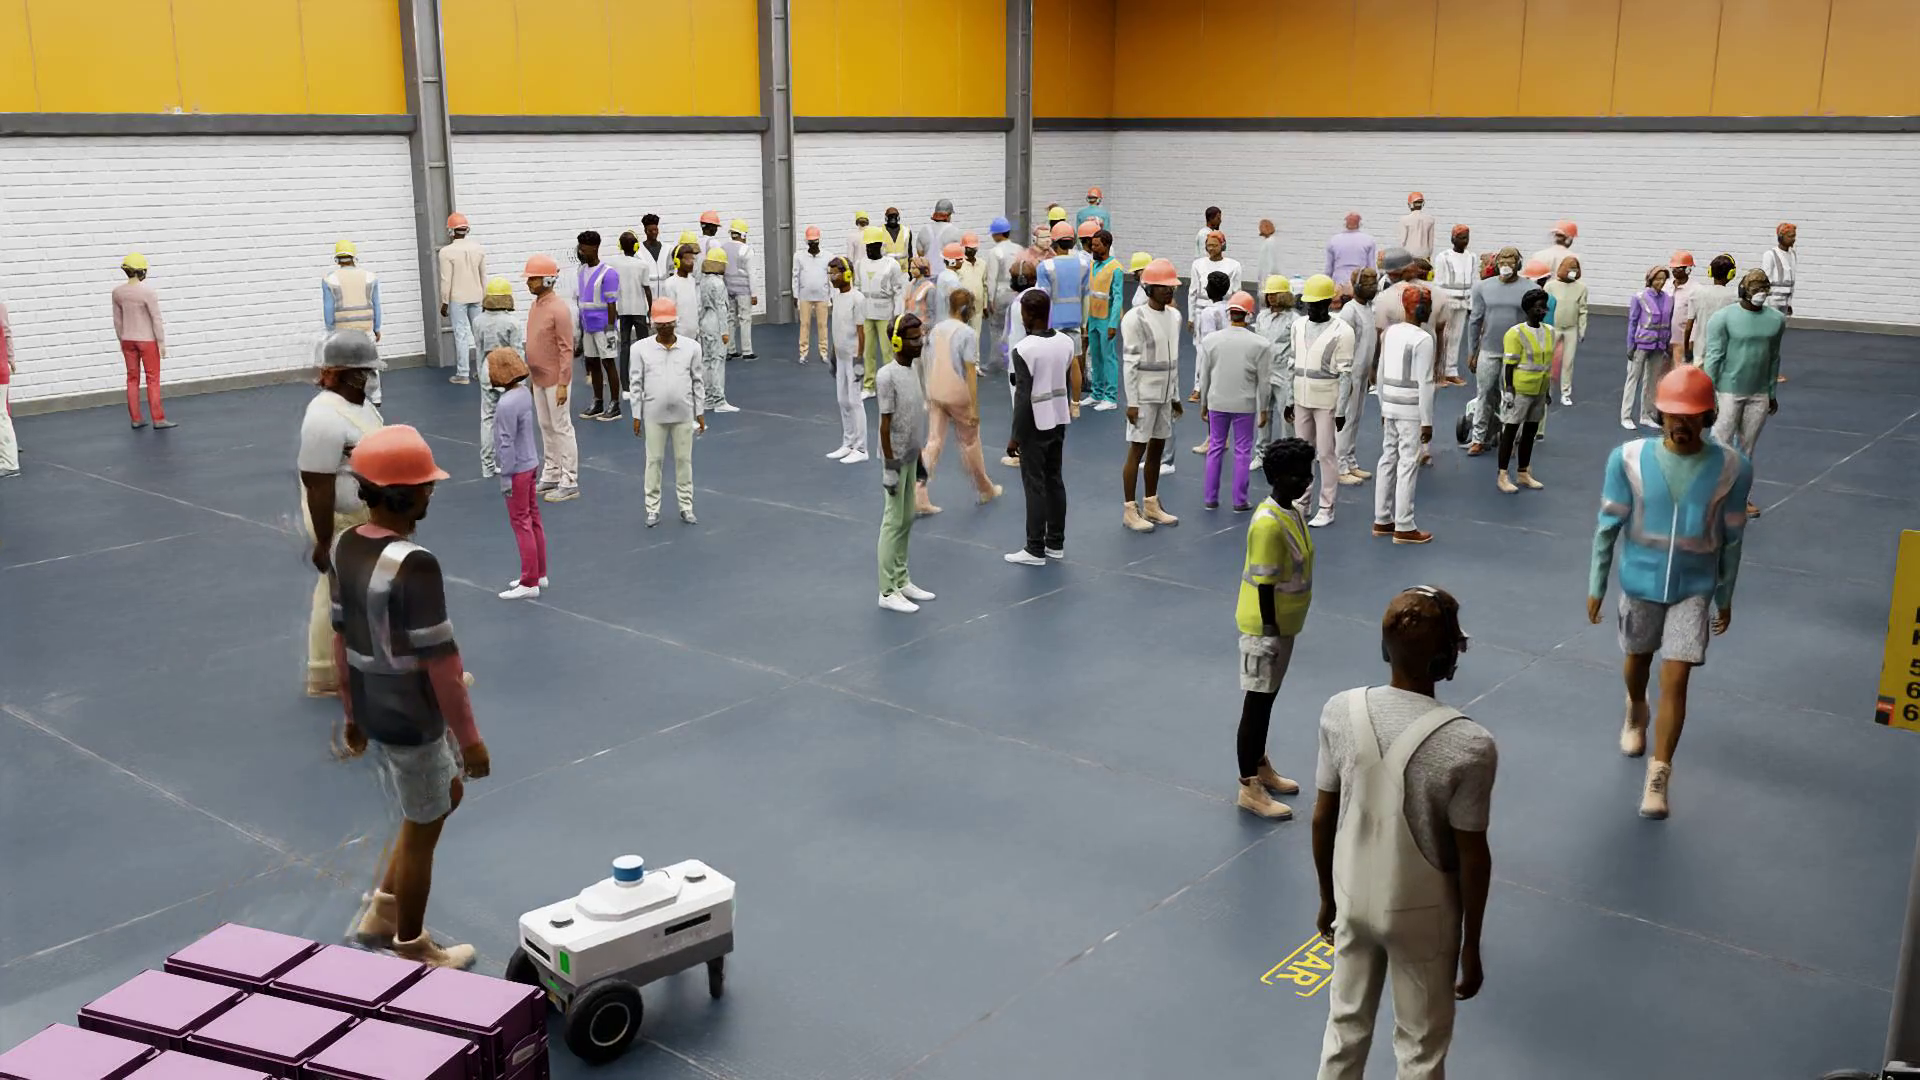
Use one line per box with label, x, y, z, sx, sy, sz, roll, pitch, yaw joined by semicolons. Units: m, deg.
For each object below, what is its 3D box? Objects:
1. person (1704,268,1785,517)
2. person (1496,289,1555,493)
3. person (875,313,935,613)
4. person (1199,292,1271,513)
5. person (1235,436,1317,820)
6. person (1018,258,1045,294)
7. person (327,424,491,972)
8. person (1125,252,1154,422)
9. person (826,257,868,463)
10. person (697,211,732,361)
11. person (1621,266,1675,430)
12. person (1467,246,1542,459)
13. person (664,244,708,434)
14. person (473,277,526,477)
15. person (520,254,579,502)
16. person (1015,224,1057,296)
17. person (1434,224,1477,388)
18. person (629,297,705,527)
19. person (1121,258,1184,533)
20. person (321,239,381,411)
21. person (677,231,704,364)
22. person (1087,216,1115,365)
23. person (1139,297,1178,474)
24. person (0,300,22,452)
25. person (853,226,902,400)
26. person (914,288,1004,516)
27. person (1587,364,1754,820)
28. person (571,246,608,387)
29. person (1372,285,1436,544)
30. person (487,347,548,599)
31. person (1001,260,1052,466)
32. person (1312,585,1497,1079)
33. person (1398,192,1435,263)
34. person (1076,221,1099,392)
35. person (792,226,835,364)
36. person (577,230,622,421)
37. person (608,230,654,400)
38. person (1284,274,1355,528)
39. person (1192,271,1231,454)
person;6.061;-1.132;12.904;0.636;1.939;0.362;-3;14;-10
person;4.717;-1.238;13.818;0.541;1.695;0.316;-8;16;-28
person;-0.348;-0.491;10.481;0.326;1.874;0.518;5;15;20
person;2.171;-1.082;13.113;0.577;1.737;0.355;6;15;23
person;1.393;0.374;7.374;0.322;1.696;0.530;5;15;20
person;0.795;-2.155;17.598;0.315;1.641;0.514;-11;18;-37
person;-1.893;0.602;5.801;0.429;2.027;0.616;-11;18;-37
person;1.849;-2.024;16.839;0.333;1.758;0.533;-3;14;-10
person;-1.027;-1.629;15.066;0.341;1.857;0.521;-9;17;-33
person;-3.221;-3.270;21.471;0.543;1.927;0.375;12;19;41
person;6.911;-1.926;16.684;0.523;1.638;0.310;-4;15;-17
person;4.965;-1.712;15.224;0.635;1.937;0.352;6;15;22
person;-2.724;-1.987;16.465;0.310;1.868;0.534;5;15;20
person;-3.958;-1.398;14.392;0.482;1.734;0.342;5;15;20
person;-3.341;-1.315;13.522;0.377;1.995;0.608;-12;18;-39
person;0.926;-2.634;18.970;0.651;1.906;0.403;-12;18;-40
person;5.755;-2.722;19.375;0.575;1.881;0.356;-7;16;-25
person;-2.212;-0.969;12.629;0.571;1.749;0.343;-4;15;-16
person;1.467;-1.088;12.513;0.605;2.045;0.383;-13;19;-43
person;-6.436;-2.256;17.619;0.591;1.829;0.404;-10;17;-34
person;-3.290;-2.899;20.361;0.315;1.742;0.492;4;15;15
person;1.648;-3.036;20.575;0.402;1.911;0.639;-5;15;-21
person;1.754;-1.390;14.552;0.284;1.633;0.501;-2;14;-8
person;-9.011;-1.654;15.355;0.525;1.760;0.340;-13;19;-43
person;-0.926;-2.478;18.307;0.595;1.925;0.375;7;16;28
person;-0.031;-1.080;13.057;0.581;1.768;1.021;11;18;37
person;3.225;0.168;7.602;0.624;2.007;1.015;6;15;24
person;-4.409;-2.608;19.304;0.500;1.681;0.556;0;14;1
person;3.263;-0.917;12.156;0.339;1.882;0.584;-5;15;-19
person;-2.868;-0.435;10.755;0.271;1.629;0.502;0;14;1
person;0.584;-1.578;14.910;0.429;1.837;0.630;7;16;26
person;1.183;1.019;4.498;0.505;1.845;0.346;13;19;42
person;7.096;-4.433;25.998;0.608;1.987;0.388;-4;14;-14
person;1.459;-2.668;19.035;0.349;1.942;0.545;0;14;1
person;-1.867;-3.132;21.266;0.563;1.753;0.327;-1;14;-5
person;-3.749;-2.216;17.195;0.604;1.960;0.374;12;19;40
person;-3.634;-2.491;18.471;0.518;1.874;0.327;2;14;7
person;2.706;-1.057;12.653;0.392;1.918;0.585;-11;18;-36
person;2.369;-1.641;15.428;0.317;1.696;0.539;10;17;34
